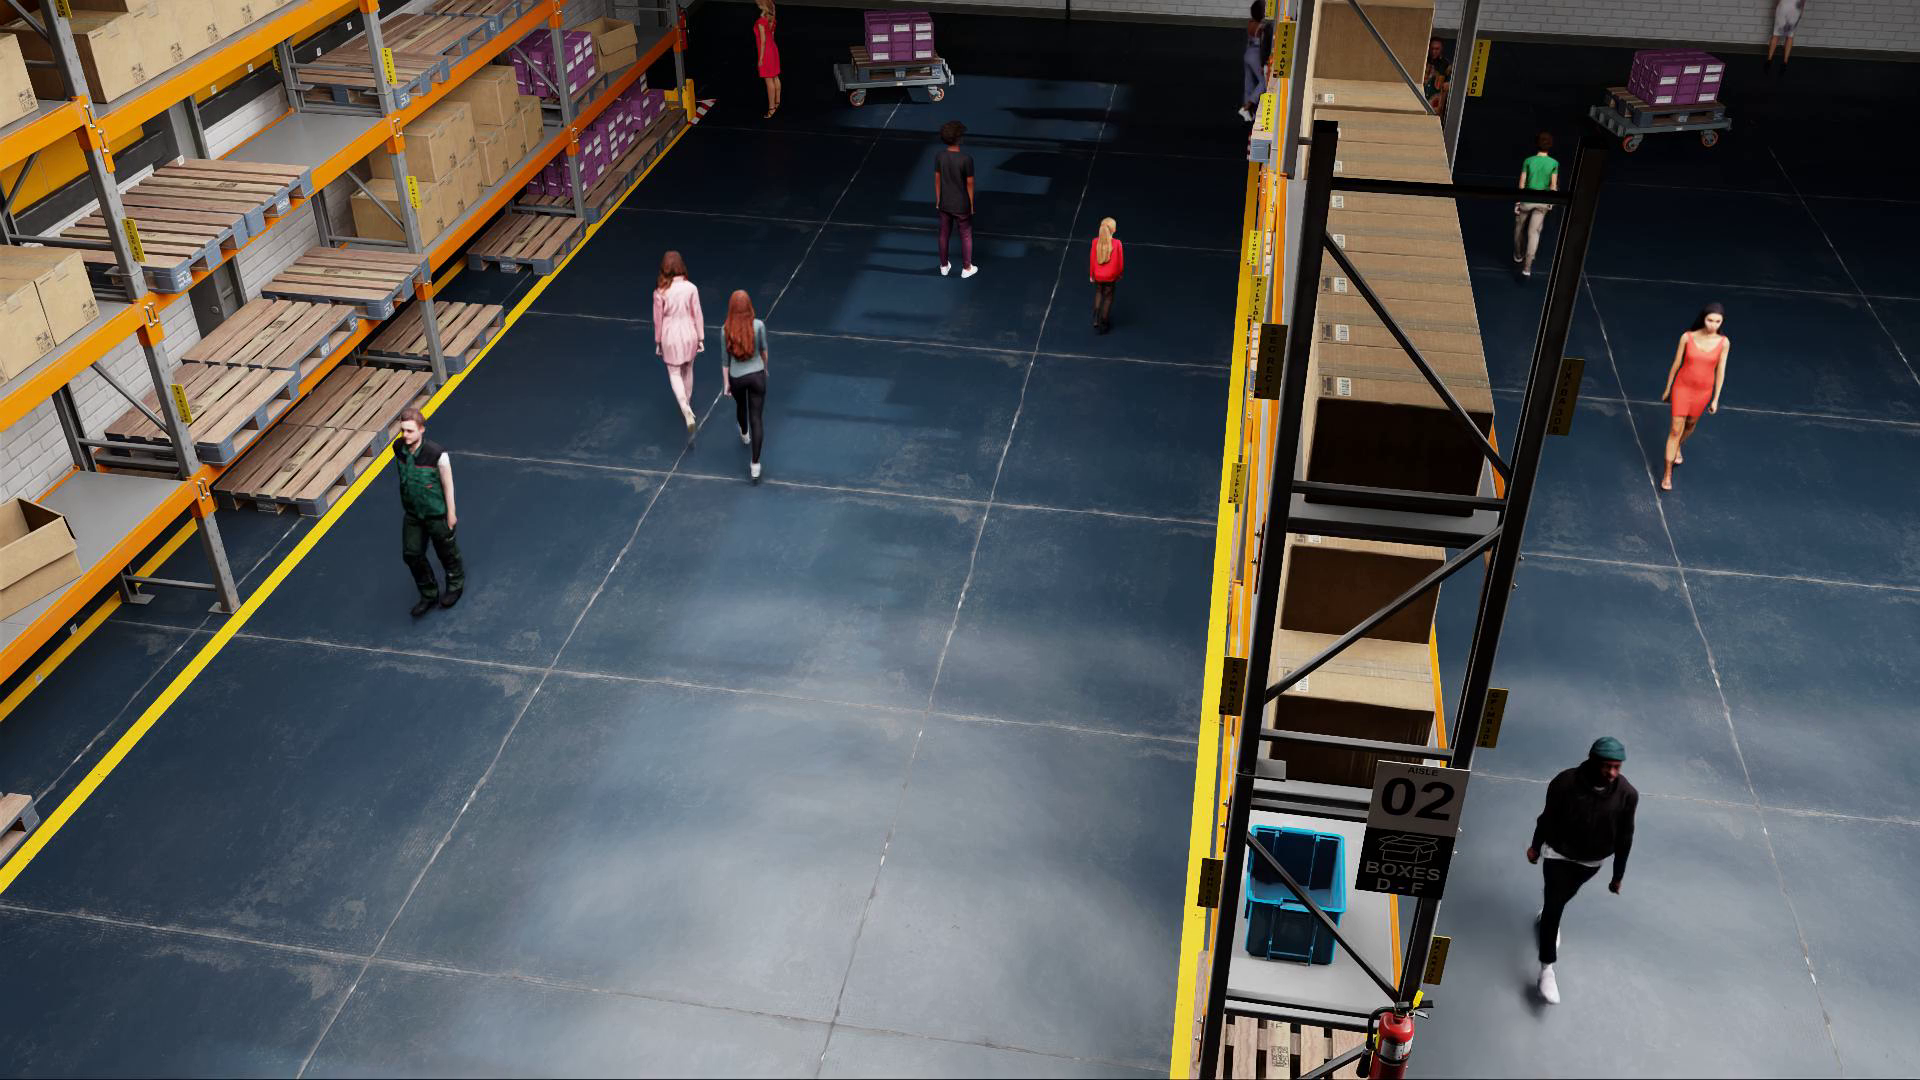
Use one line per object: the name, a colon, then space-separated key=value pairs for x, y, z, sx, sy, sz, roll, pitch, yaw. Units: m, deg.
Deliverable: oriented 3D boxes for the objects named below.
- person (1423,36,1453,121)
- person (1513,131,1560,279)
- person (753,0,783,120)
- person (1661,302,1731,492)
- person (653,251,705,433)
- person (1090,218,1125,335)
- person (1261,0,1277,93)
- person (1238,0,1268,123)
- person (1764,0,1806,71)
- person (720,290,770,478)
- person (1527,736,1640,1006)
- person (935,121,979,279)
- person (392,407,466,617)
person: x=5.913 y=-5.503 z=21.153 sx=0.699 sy=1.808 sz=0.656 roll=7 pitch=34 yaw=11
person: x=6.449 y=-3.728 z=18.656 sx=0.636 sy=1.618 sz=1.126 roll=8 pitch=34 yaw=11
person: x=-2.654 y=-6.739 z=23.085 sx=0.667 sy=1.728 sz=0.529 roll=12 pitch=35 yaw=17
person: x=6.625 y=-1.360 z=15.037 sx=0.666 sy=1.679 sz=1.057 roll=9 pitch=35 yaw=13
person: x=-2.631 y=-1.824 z=15.643 sx=0.910 sy=1.781 sz=1.091 roll=-10 pitch=35 yaw=-14
person: x=1.521 y=-2.764 z=17.515 sx=0.532 sy=1.273 sz=0.549 roll=11 pitch=35 yaw=16
person: x=4.314 y=-6.387 z=22.571 sx=0.829 sy=1.710 sz=0.698 roll=22 pitch=40 yaw=30
person: x=4.001 y=-6.552 z=22.841 sx=0.855 sy=1.687 sz=0.811 roll=-16 pitch=37 yaw=-23
person: x=12.390 y=-7.921 z=24.845 sx=0.613 sy=1.749 sz=0.590 roll=14 pitch=36 yaw=20
person: x=-1.907 y=-1.379 z=15.057 sx=0.867 sy=1.689 sz=1.237 roll=-6 pitch=34 yaw=-8
person: x=3.731 y=1.839 z=10.134 sx=0.748 sy=1.779 sz=1.117 roll=3 pitch=34 yaw=4
person: x=-0.058 y=-3.817 z=18.640 sx=0.657 sy=1.782 sz=0.604 roll=11 pitch=35 yaw=16
person: x=-4.195 y=-0.284 z=13.285 sx=0.735 sy=1.826 sz=0.793 roll=10 pitch=35 yaw=15
